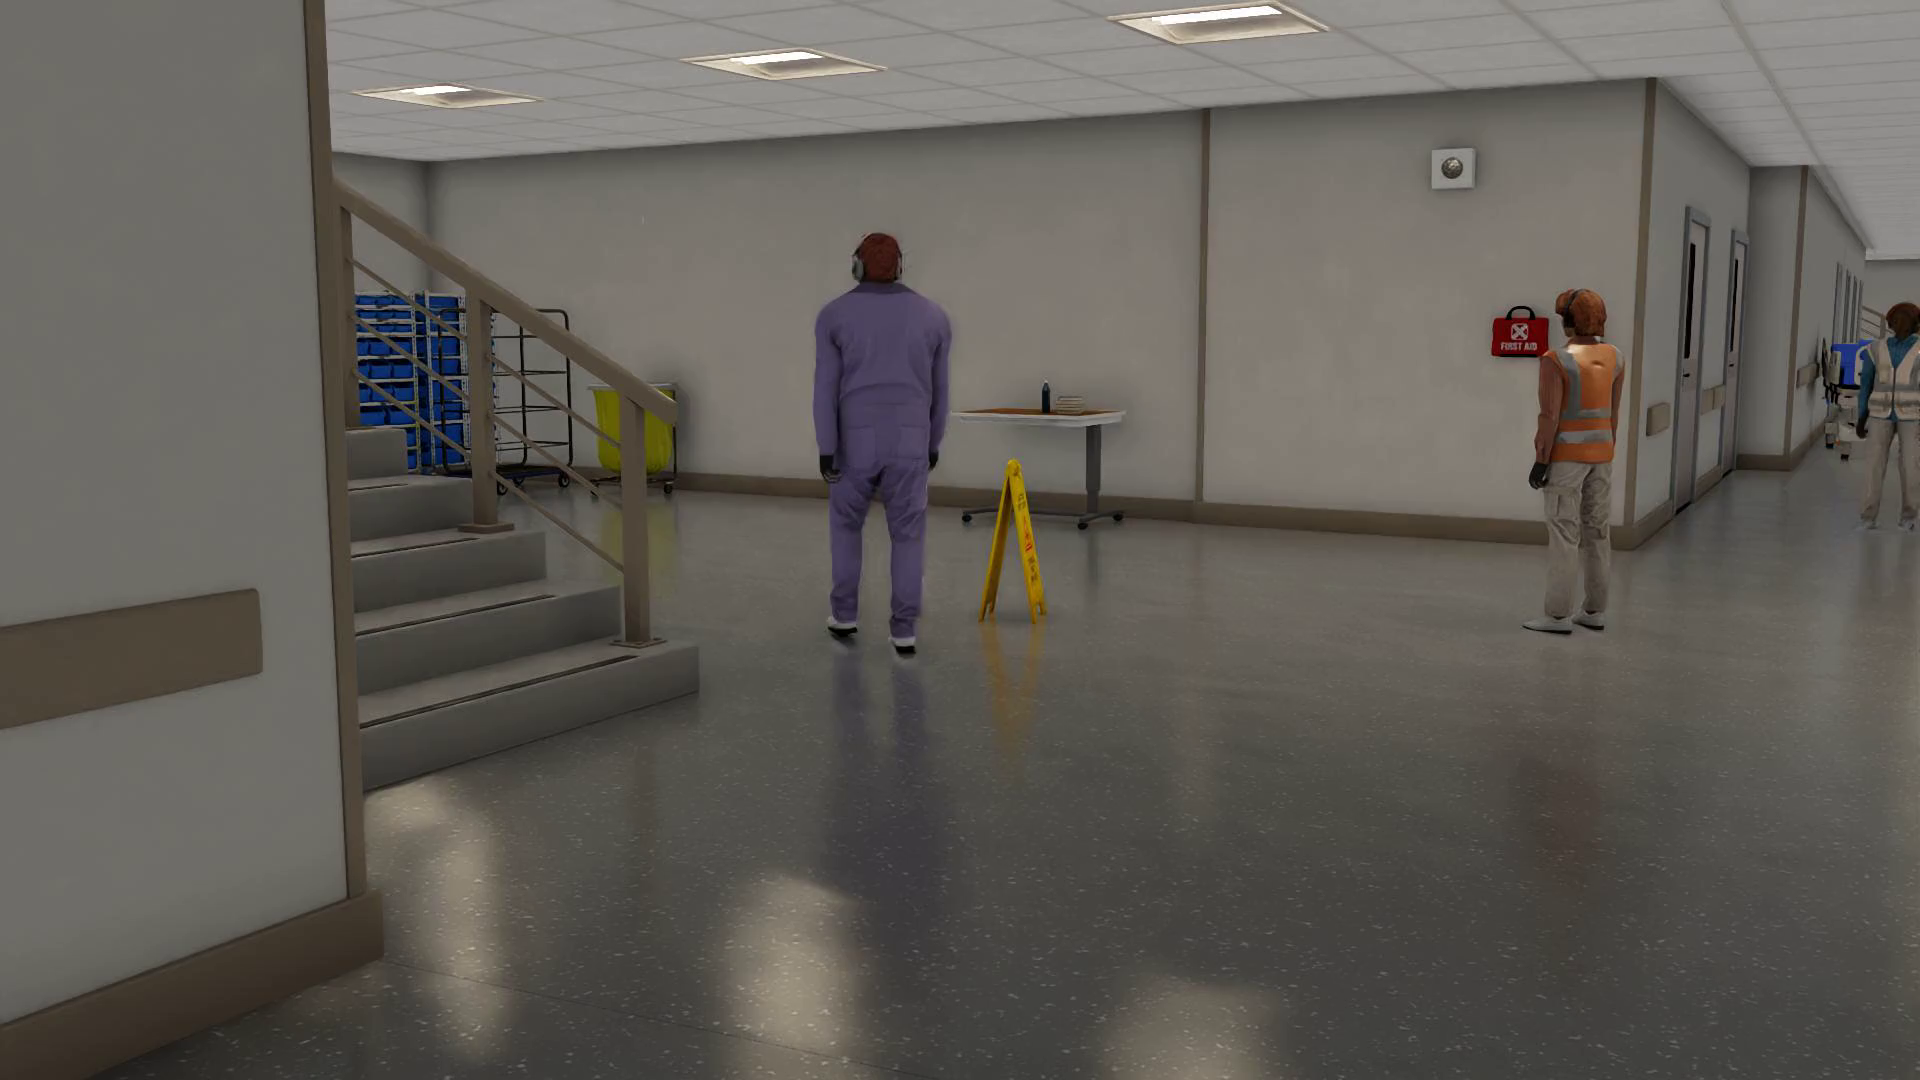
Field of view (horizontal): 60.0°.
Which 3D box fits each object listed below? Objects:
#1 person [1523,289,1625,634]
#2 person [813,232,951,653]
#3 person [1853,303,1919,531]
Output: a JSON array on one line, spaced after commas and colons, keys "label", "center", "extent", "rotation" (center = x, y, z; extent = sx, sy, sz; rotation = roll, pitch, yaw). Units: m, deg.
[{"label": "person", "center": [2.934, -0.368, 7.919], "extent": [0.513, 1.641, 0.307], "rotation": [-4, 8, -28]}, {"label": "person", "center": [-0.372, -0.454, 7.657], "extent": [0.649, 1.879, 0.836], "rotation": [-1, 8, -11]}, {"label": "person", "center": [6.649, -0.854, 11.781], "extent": [0.559, 1.634, 0.543], "rotation": [-7, 10, -44]}]
